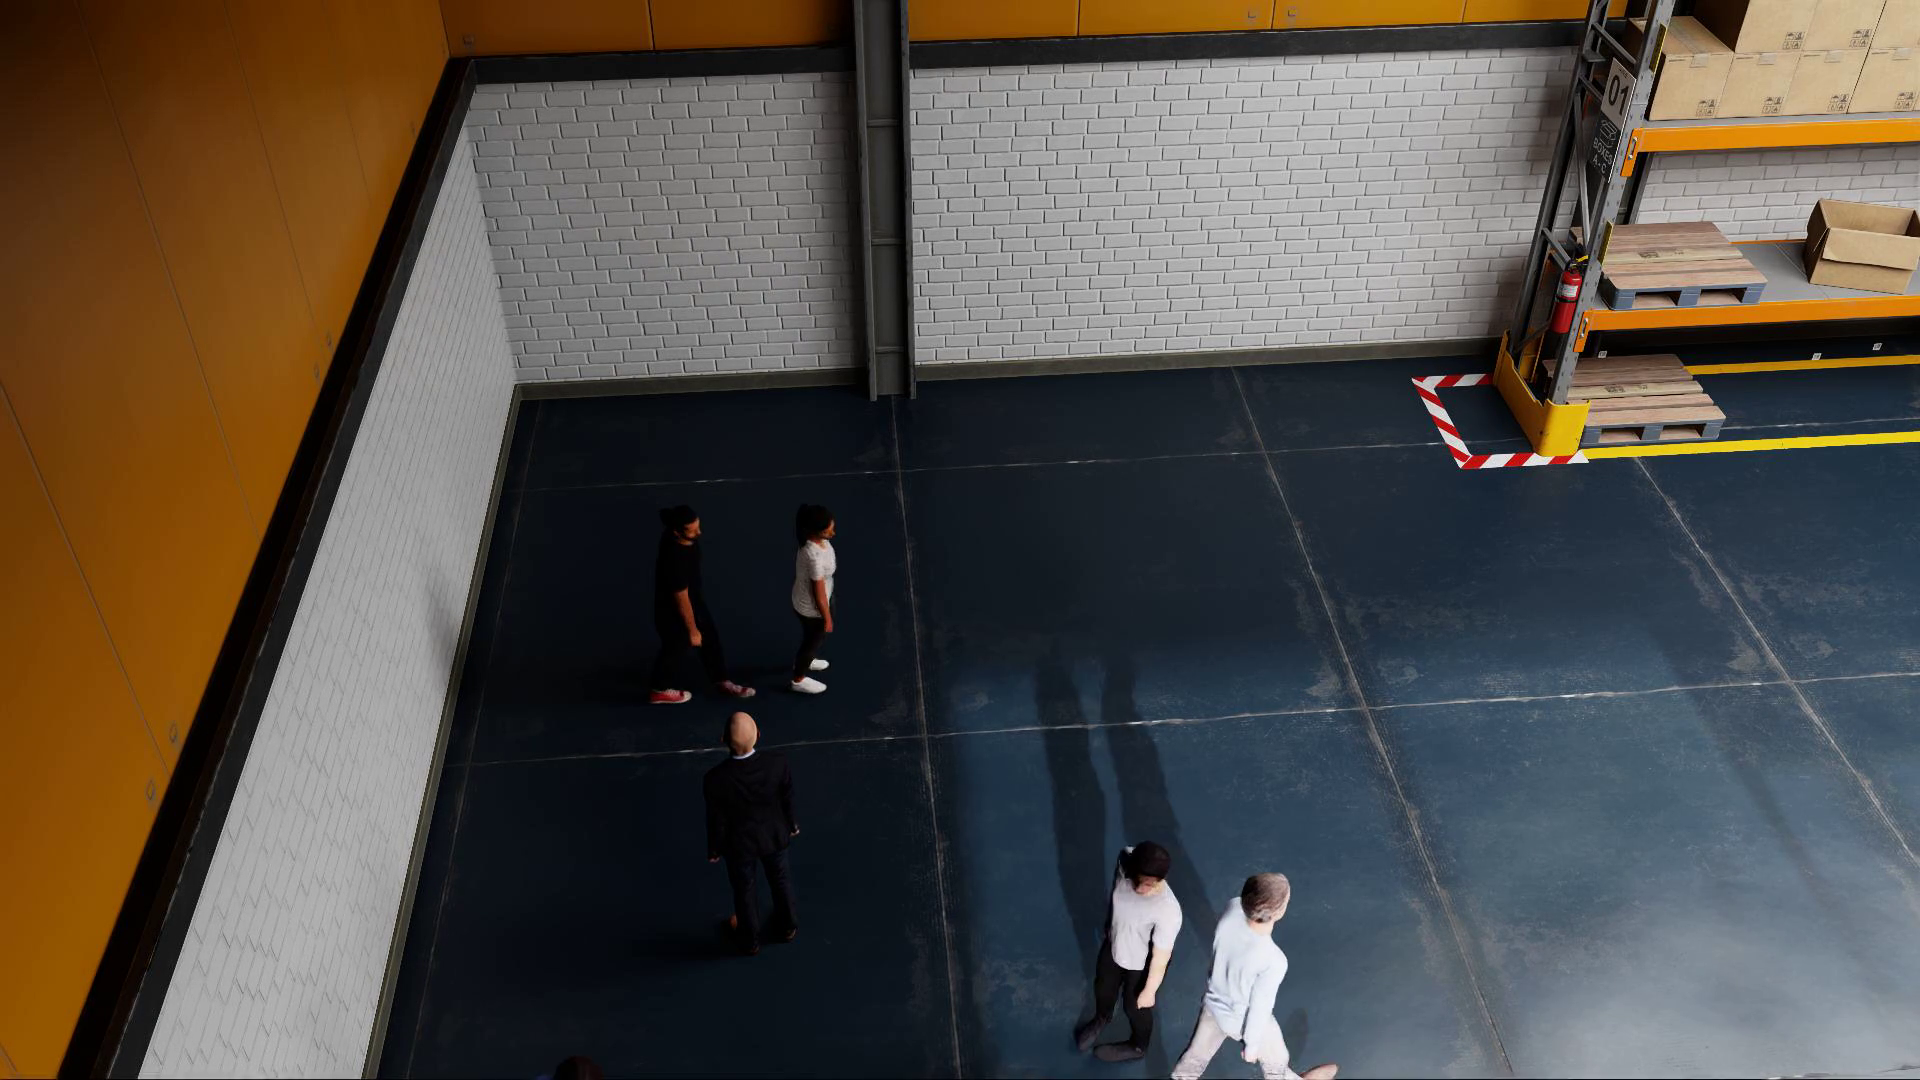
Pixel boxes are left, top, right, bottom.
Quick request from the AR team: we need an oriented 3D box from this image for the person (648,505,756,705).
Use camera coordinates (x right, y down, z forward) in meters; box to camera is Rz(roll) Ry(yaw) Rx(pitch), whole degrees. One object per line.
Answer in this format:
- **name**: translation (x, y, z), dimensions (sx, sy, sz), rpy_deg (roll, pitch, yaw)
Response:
- **person**: translation (-1.896, 0.436, 10.800), dimensions (1.004, 1.716, 0.745), rpy_deg (-2, 39, -2)

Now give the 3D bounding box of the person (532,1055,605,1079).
- **person**: translation (-1.767, 2.868, 7.703), dimensions (0.741, 1.780, 0.949), rpy_deg (19, 42, 22)

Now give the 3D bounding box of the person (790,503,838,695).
- **person**: translation (-1.019, 0.392, 10.941), dimensions (0.588, 1.610, 0.605), rpy_deg (-10, 40, -13)

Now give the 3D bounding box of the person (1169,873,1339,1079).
- **person**: translation (1.293, 2.381, 8.266), dimensions (1.295, 1.838, 0.955), rpy_deg (-16, 41, -19)

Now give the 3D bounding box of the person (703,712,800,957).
- **person**: translation (-1.144, 1.636, 9.230), dimensions (0.628, 1.800, 0.809), rpy_deg (-14, 41, -17)

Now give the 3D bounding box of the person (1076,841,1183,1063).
- **person**: translation (0.961, 2.121, 8.586), dimensions (0.785, 1.846, 0.824), rpy_deg (-12, 40, -14)
